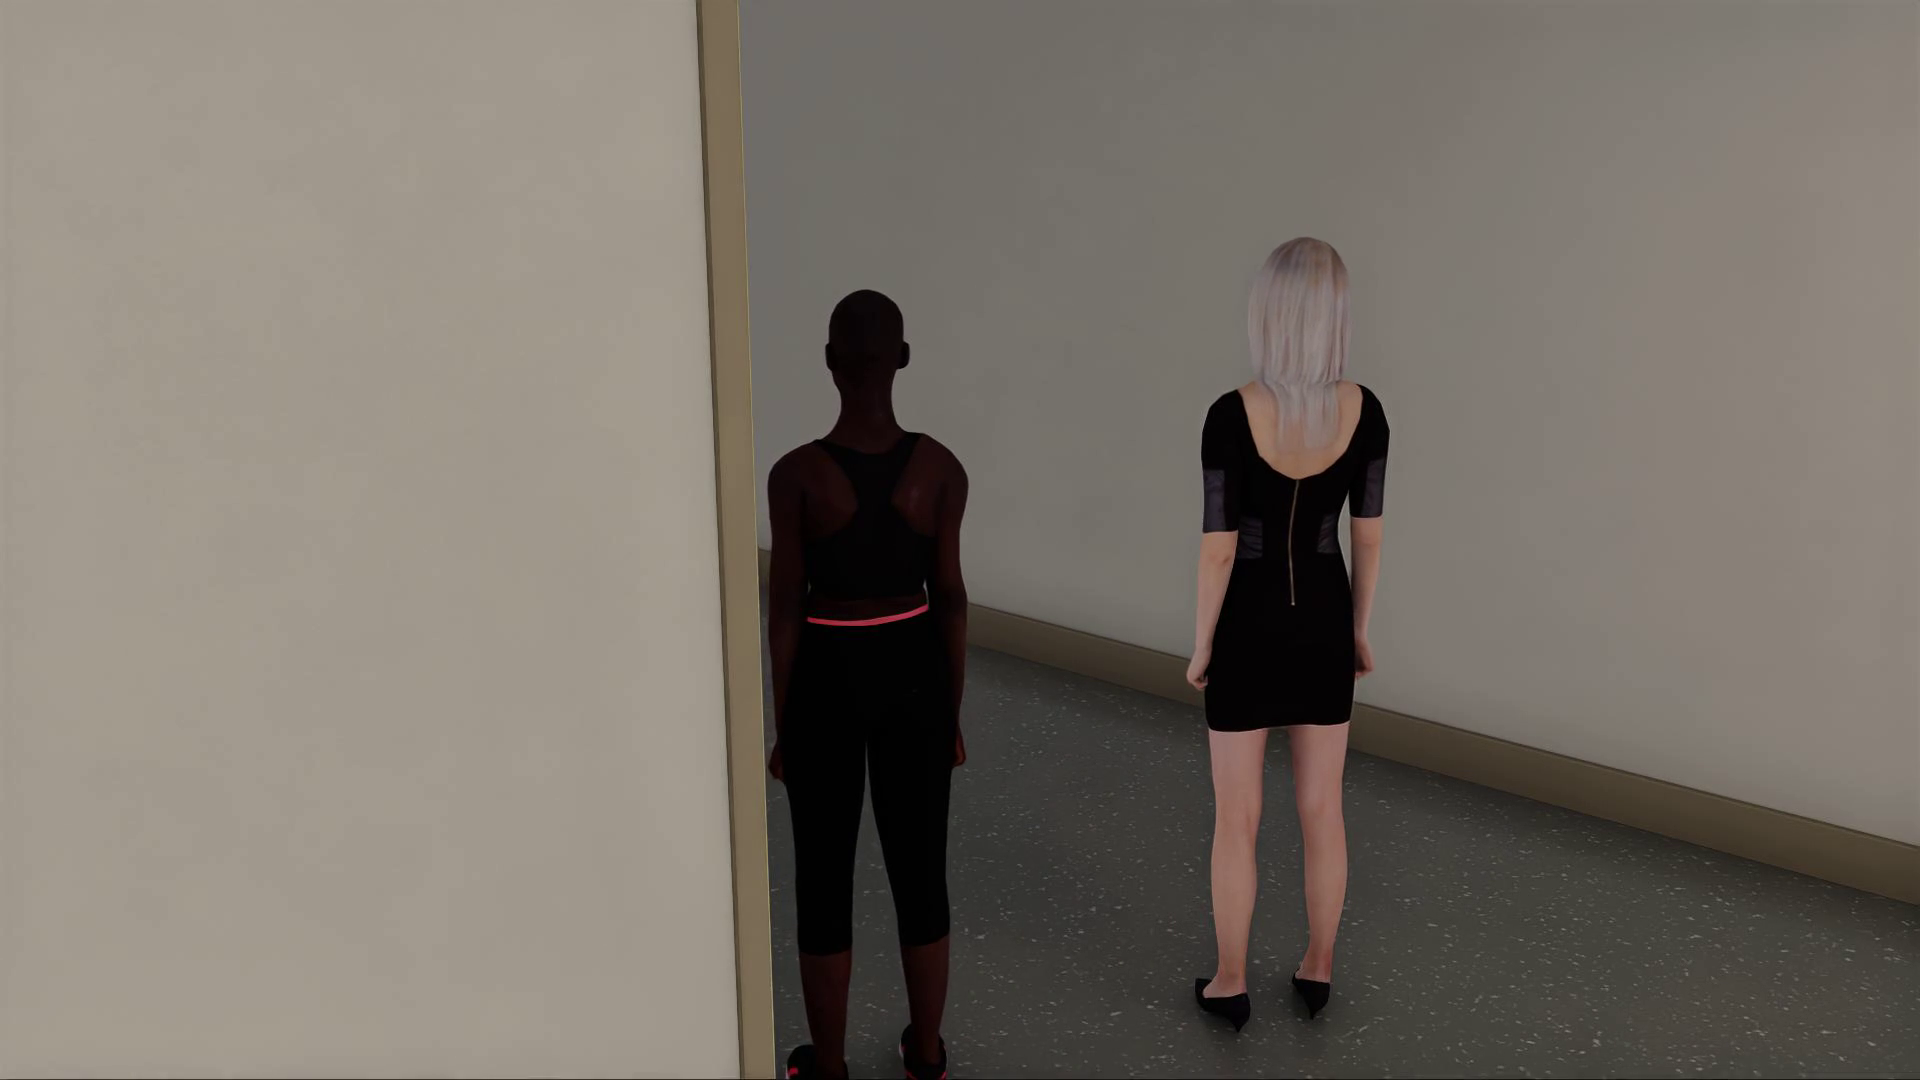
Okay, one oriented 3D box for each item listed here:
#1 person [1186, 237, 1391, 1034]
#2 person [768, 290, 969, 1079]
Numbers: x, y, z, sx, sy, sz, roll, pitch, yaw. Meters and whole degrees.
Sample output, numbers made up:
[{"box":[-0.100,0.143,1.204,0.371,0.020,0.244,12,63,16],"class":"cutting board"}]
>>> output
[{"box":[0.725,0.240,3.746,0.637,1.830,0.713,-2,16,-9],"class":"person"},{"box":[-0.190,0.364,3.440,0.620,1.758,0.713,-5,16,-16],"class":"person"}]
